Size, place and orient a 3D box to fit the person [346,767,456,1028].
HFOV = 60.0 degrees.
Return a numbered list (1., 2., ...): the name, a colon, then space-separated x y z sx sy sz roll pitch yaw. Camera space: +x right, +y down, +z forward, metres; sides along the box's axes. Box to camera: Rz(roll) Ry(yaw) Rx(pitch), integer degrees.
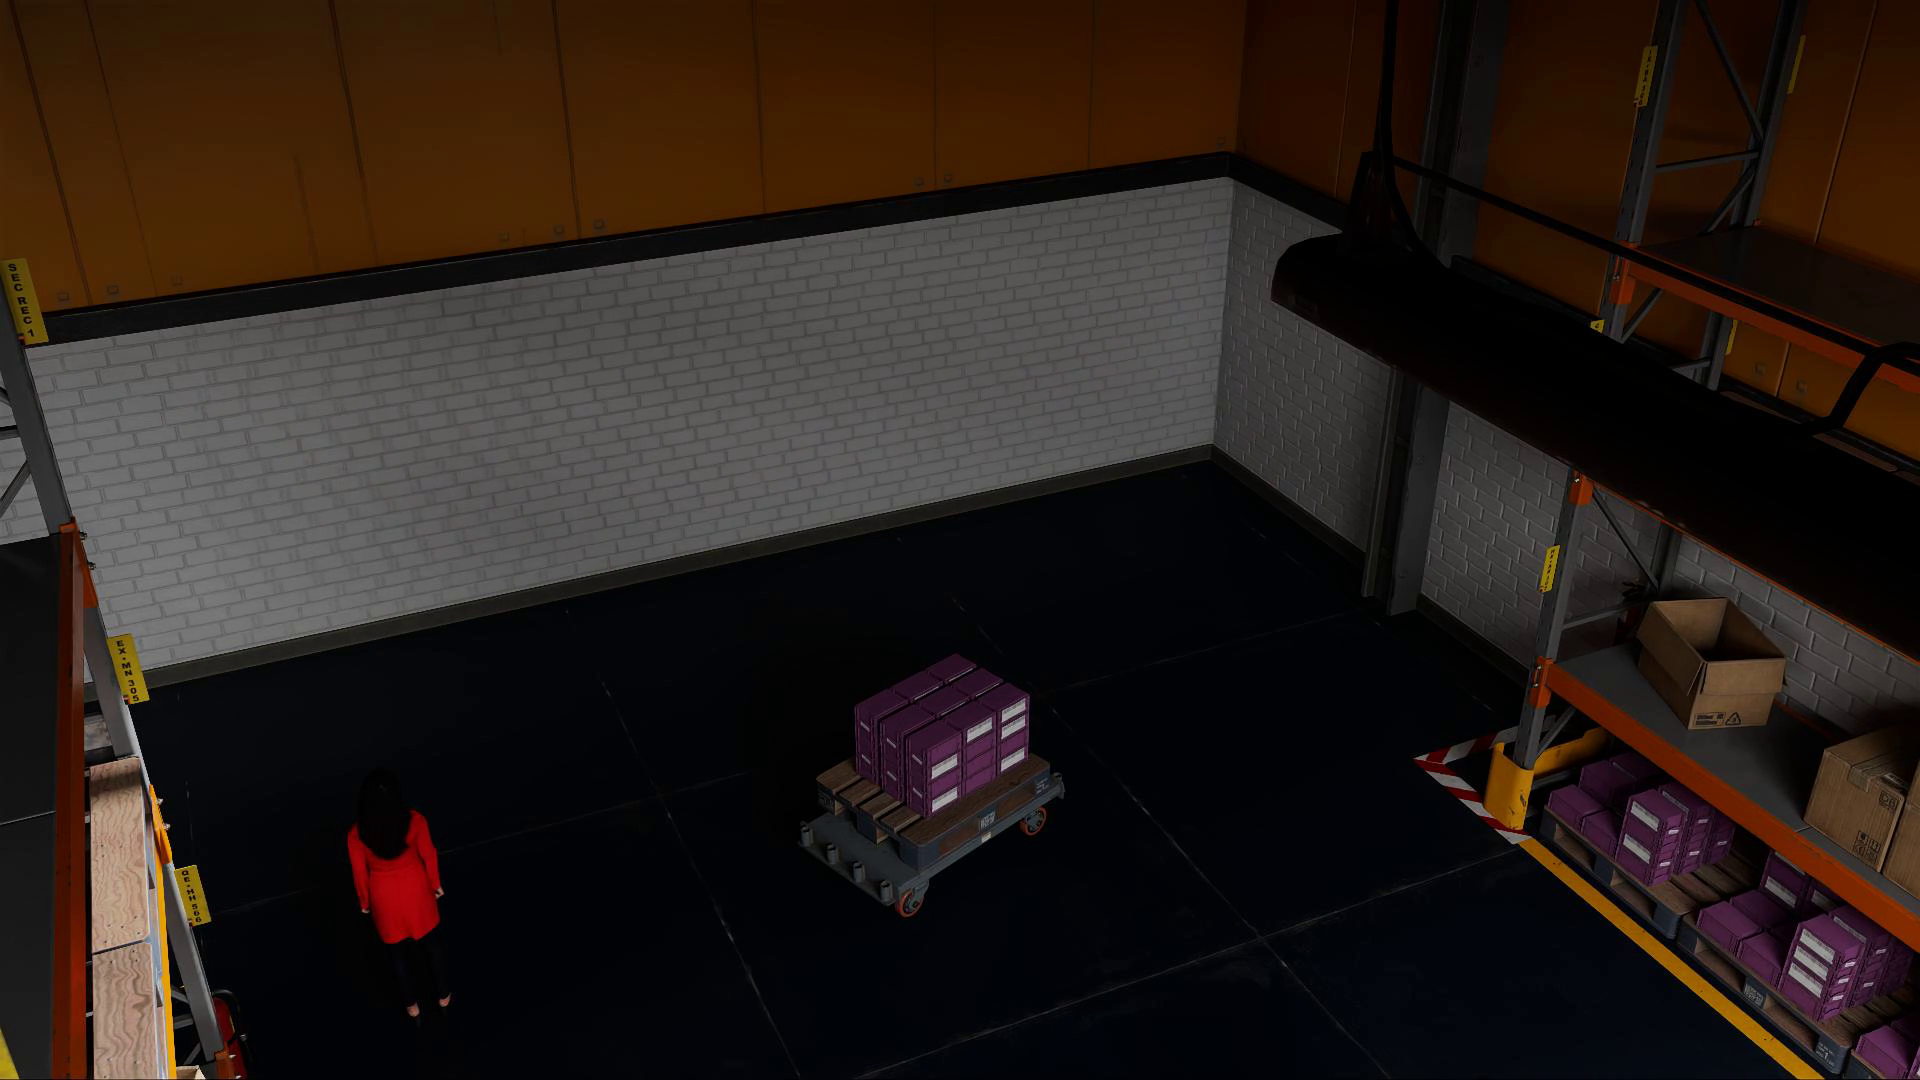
1. person: -3.155 2.022 9.401 0.611 1.747 0.597 -12 31 -21
